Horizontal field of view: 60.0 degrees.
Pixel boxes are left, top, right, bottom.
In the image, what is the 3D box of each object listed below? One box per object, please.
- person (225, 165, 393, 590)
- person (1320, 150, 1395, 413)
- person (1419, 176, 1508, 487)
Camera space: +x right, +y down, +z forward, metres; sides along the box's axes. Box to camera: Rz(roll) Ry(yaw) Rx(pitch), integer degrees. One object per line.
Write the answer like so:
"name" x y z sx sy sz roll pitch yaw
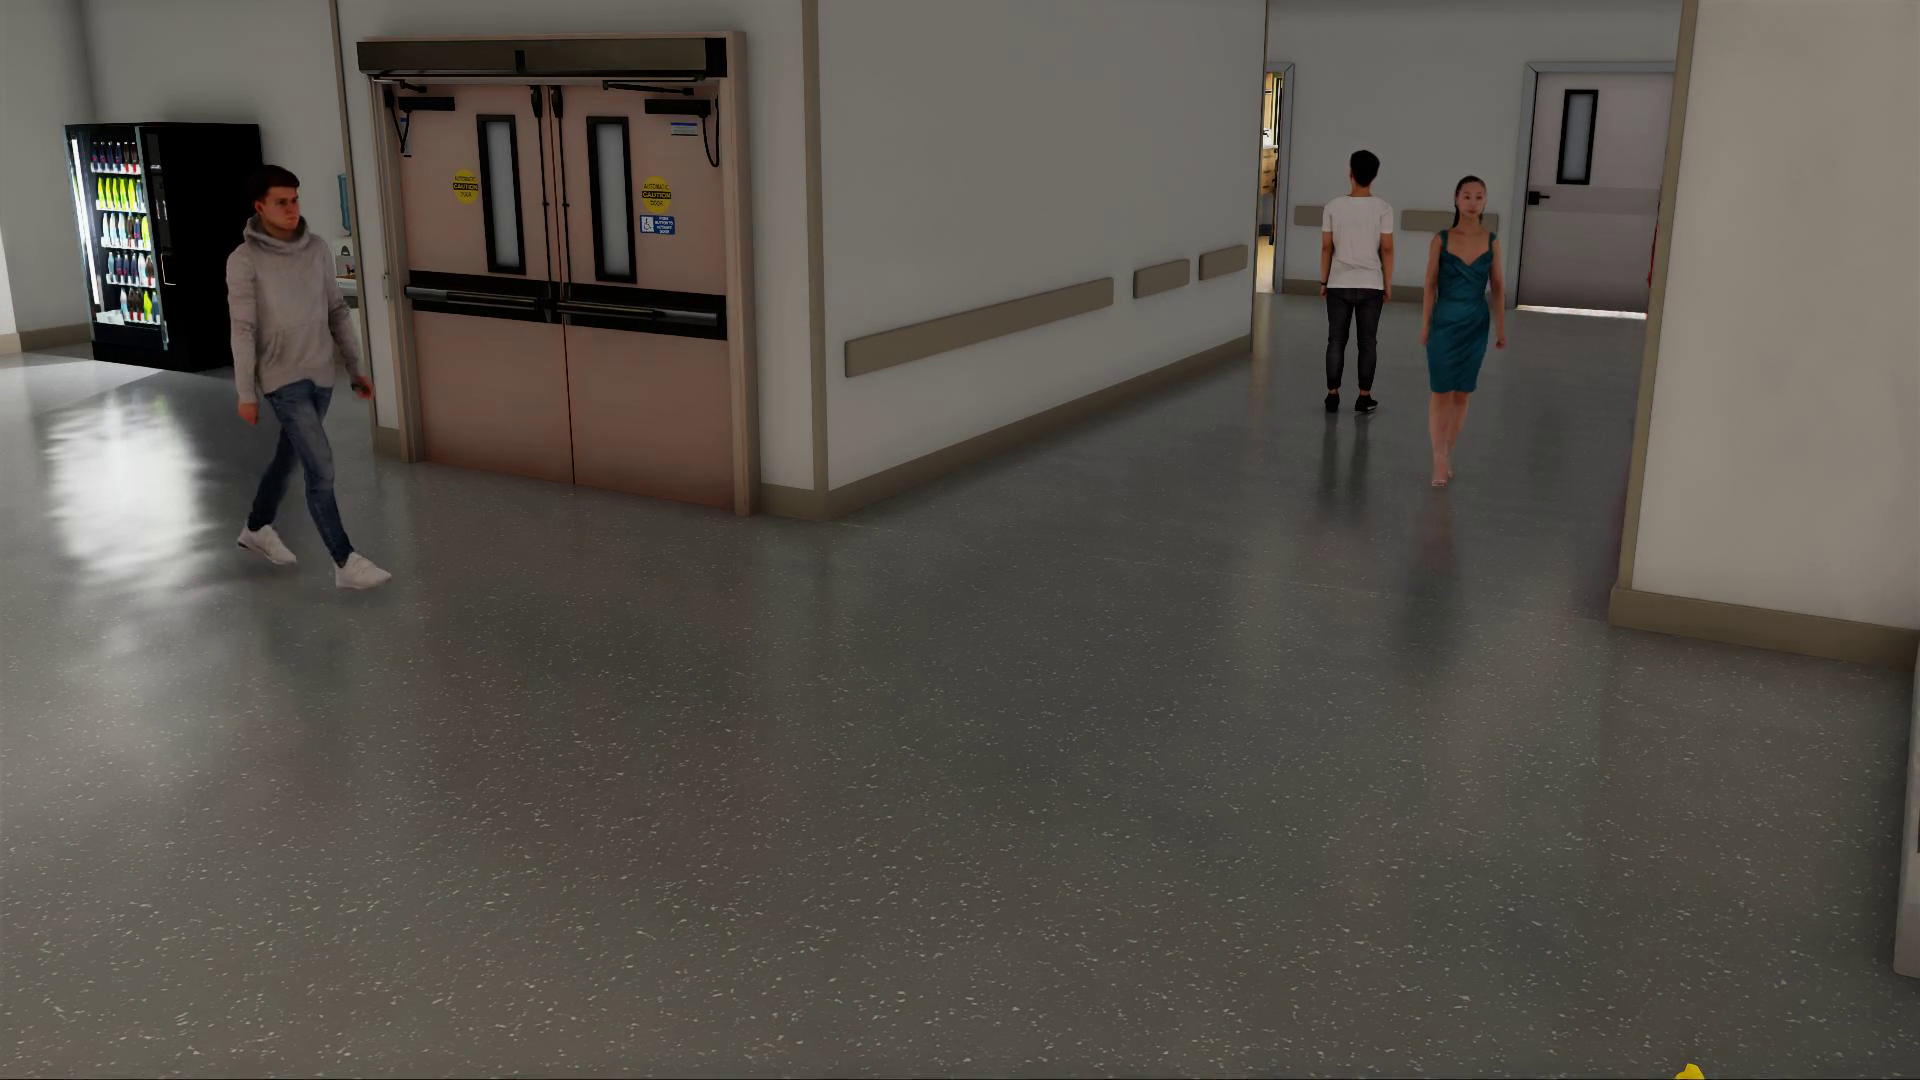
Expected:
"person" -2.981 -0.694 7.321 1.271 1.812 0.756 7 17 24
"person" 2.635 -1.729 11.103 0.516 1.721 0.716 6 17 21
"person" 2.747 -1.146 9.190 0.810 1.668 0.815 1 16 4
